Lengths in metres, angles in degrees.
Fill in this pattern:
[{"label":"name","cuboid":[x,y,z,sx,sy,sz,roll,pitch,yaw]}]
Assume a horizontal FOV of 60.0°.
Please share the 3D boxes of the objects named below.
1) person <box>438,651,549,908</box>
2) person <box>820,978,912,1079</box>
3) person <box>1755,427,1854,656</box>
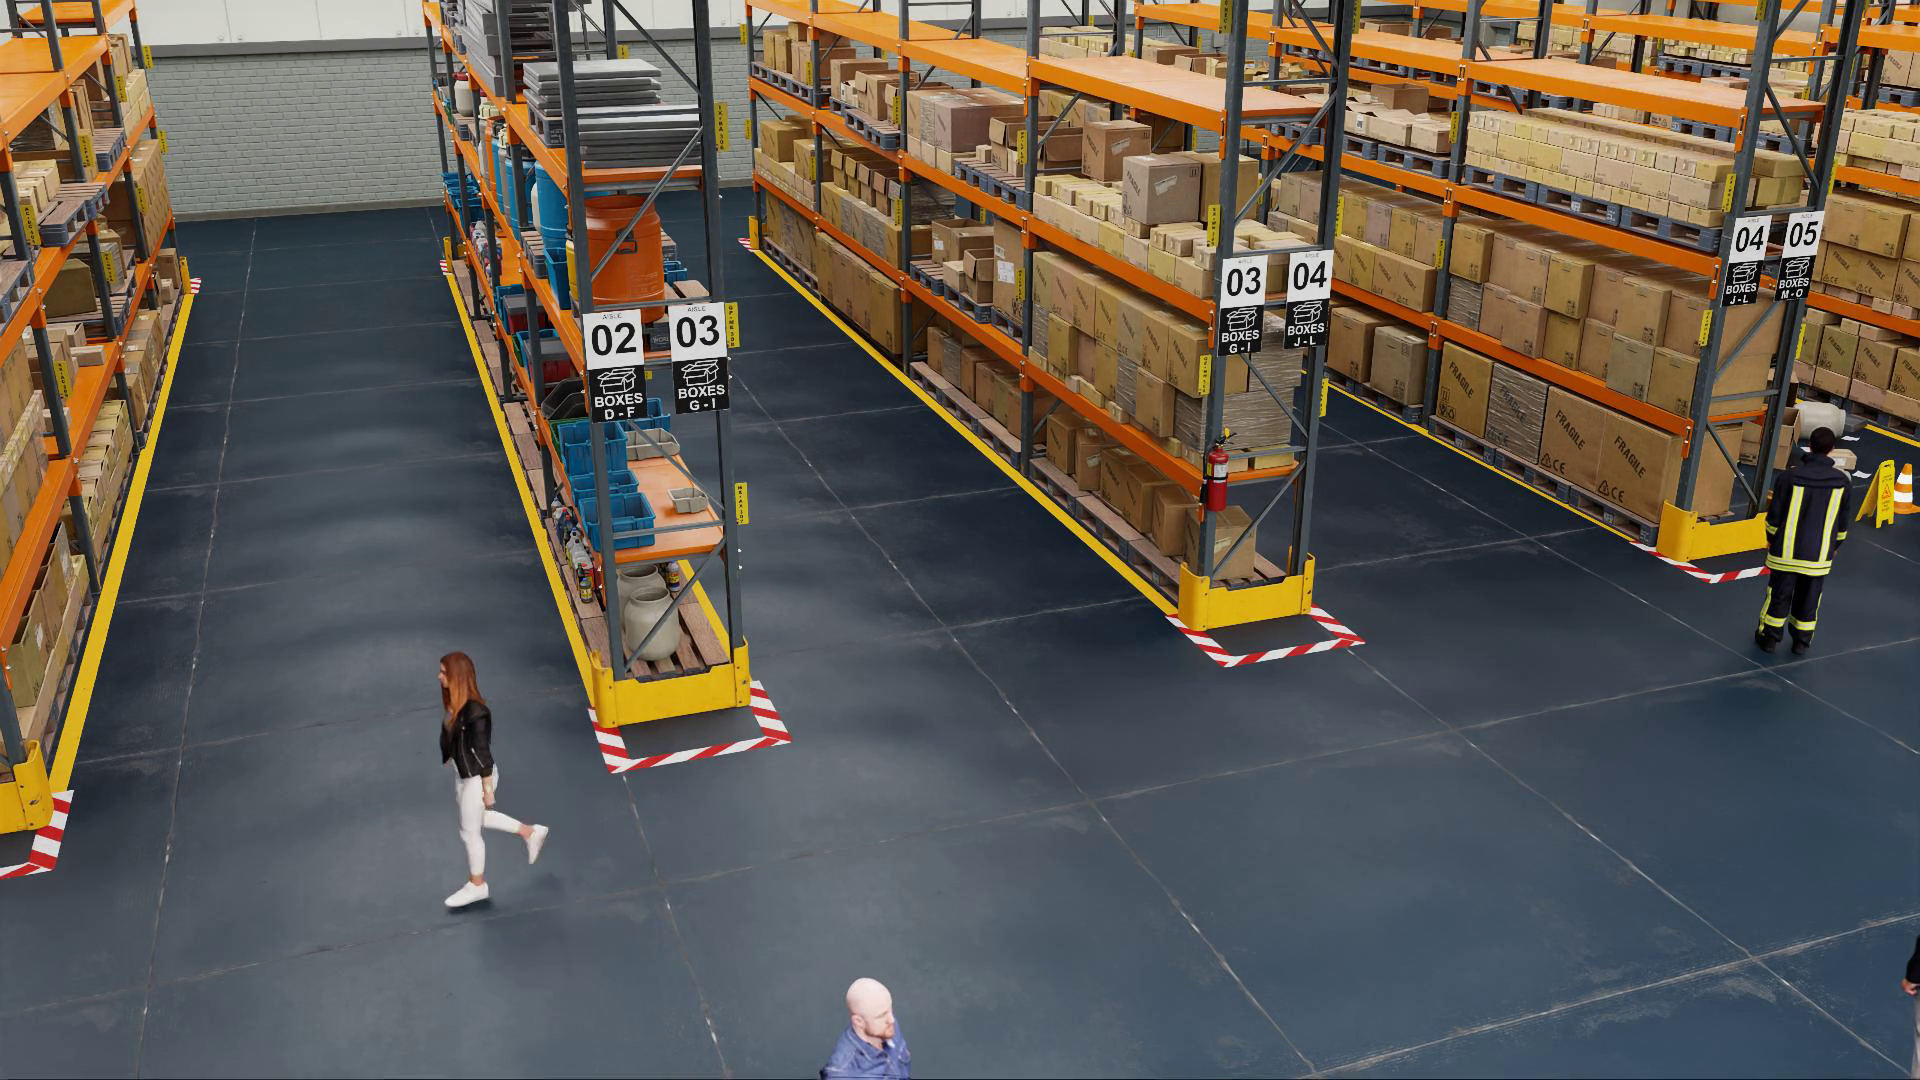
[{"label":"person","cuboid":[-2.924,1.449,10.282,0.798,1.683,0.948,-14,26,-31]},{"label":"person","cuboid":[-0.379,2.655,7.145,0.856,1.825,0.770,8,24,19]},{"label":"person","cuboid":[6.838,0.006,13.485,0.887,1.928,0.897,6,23,13]}]
